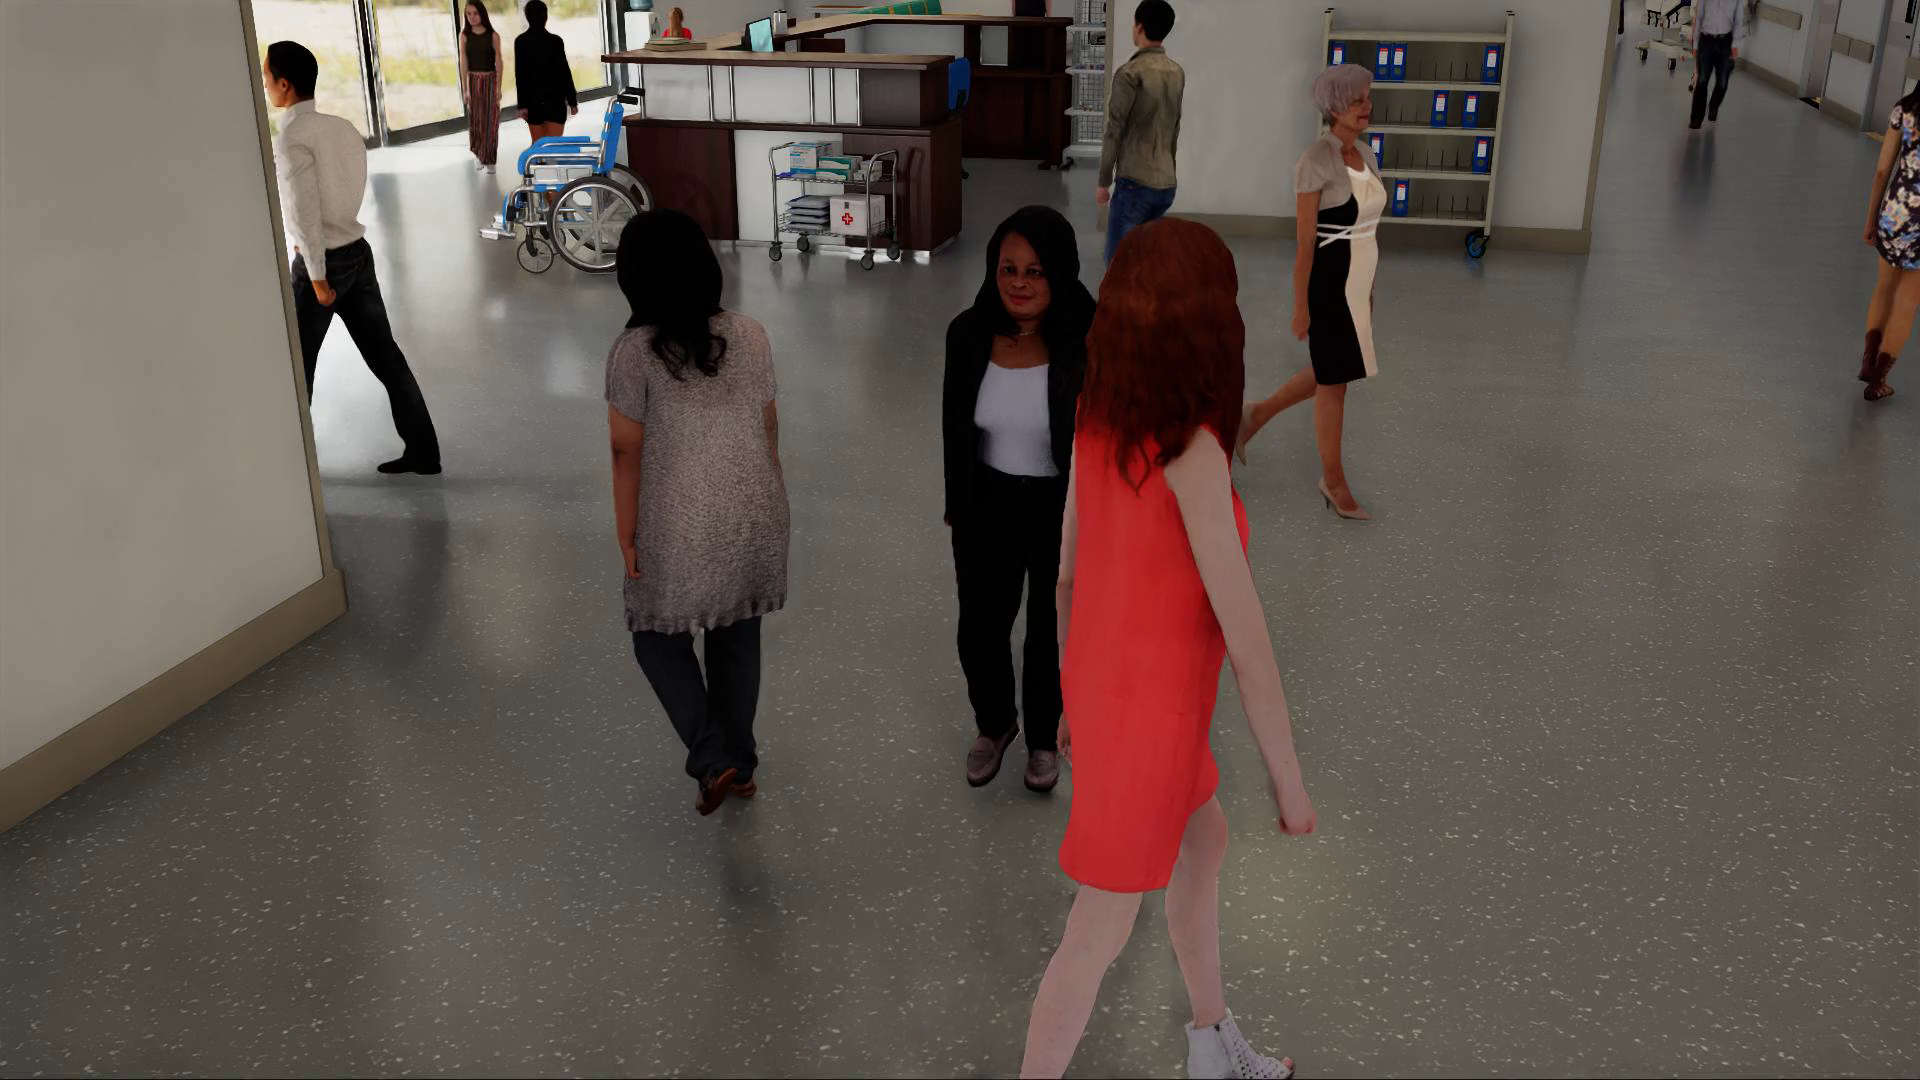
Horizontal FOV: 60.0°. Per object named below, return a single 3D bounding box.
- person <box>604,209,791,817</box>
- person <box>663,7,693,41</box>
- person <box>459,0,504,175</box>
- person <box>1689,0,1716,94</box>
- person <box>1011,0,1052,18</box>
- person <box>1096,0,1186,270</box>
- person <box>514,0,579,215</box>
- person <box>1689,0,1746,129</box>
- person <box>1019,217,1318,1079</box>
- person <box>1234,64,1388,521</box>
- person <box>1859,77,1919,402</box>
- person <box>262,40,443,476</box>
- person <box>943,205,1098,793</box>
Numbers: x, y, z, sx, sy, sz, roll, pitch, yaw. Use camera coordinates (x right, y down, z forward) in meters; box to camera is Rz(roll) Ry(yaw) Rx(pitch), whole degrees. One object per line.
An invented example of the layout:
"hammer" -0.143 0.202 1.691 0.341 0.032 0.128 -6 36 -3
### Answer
"person" -0.630 -0.017 4.230 0.867 1.590 0.929 -12 24 -28
"person" -3.117 -5.264 18.519 0.497 1.282 0.596 0 21 -1
"person" -4.315 -4.116 15.108 0.669 1.550 0.725 -3 21 -8
"person" 8.958 -6.039 19.901 0.836 1.752 0.749 5 21 12
"person" 0.945 -6.987 22.272 0.588 1.846 0.825 9 23 23
"person" 1.006 -1.839 8.679 1.126 1.846 0.981 19 28 41
"person" -3.250 -3.356 13.000 0.770 1.621 0.741 1 21 3
"person" 8.330 -5.441 18.263 1.121 1.793 0.863 10 23 25
"person" 0.218 0.379 2.891 1.008 1.798 0.874 -5 21 -13
"person" 1.379 -0.959 6.509 1.065 1.738 0.874 17 27 38
"person" 4.539 -1.491 7.932 0.676 1.724 0.768 18 27 40
"person" -2.461 -1.076 6.783 1.135 1.762 0.697 4 21 11
"person" 0.209 -0.097 4.428 0.594 1.600 0.720 3 21 8
